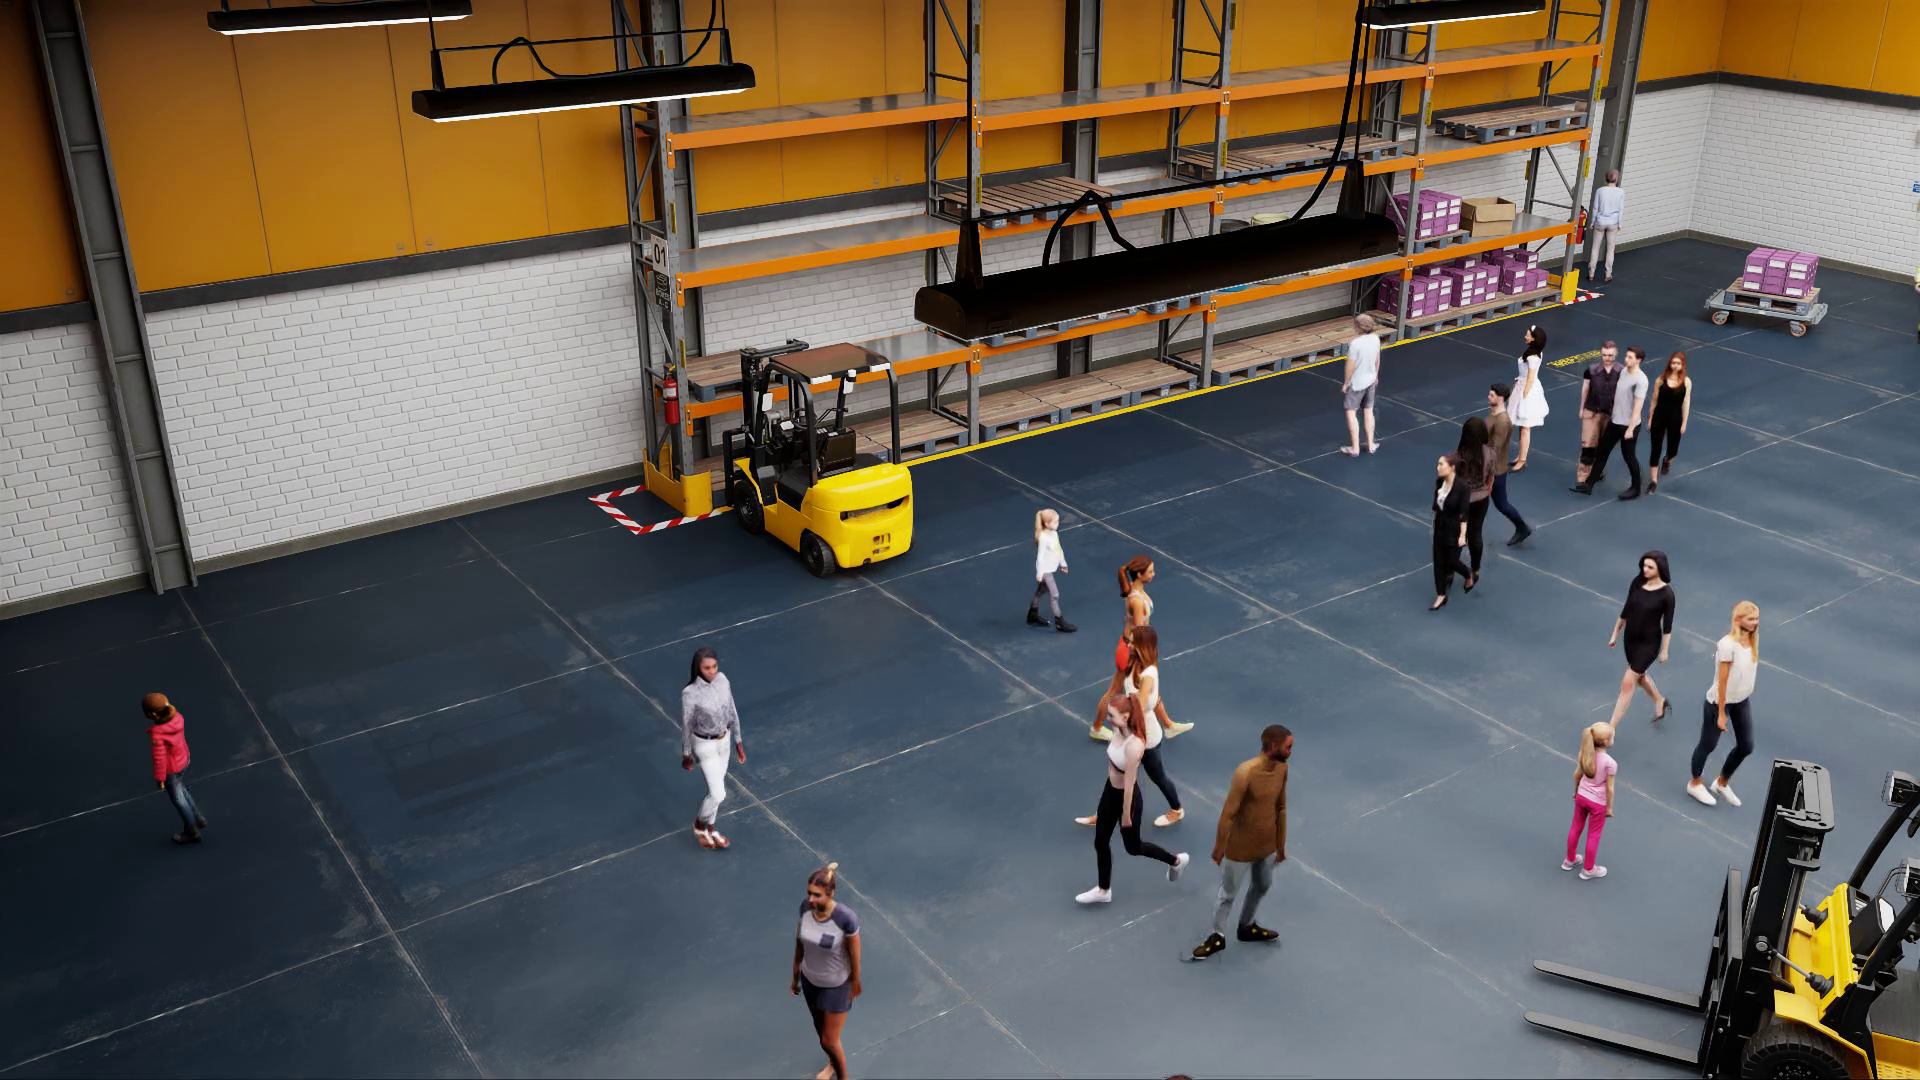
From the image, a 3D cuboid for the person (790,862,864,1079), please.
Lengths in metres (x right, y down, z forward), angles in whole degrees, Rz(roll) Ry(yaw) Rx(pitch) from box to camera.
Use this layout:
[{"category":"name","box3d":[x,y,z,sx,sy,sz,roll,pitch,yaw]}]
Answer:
[{"category":"person","box3d":[-0.780,2.680,10.314,0.654,1.608,0.687,16,28,33]}]

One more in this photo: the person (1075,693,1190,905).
[{"category":"person","box3d":[1.270,1.881,11.998,1.149,1.723,0.858,-5,24,-12]}]

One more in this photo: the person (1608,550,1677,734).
[{"category":"person","box3d":[5.869,0.914,14.164,1.196,1.759,0.785,-10,25,-21]}]

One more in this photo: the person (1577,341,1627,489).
[{"category":"person","box3d":[7.618,-1.512,19.677,1.101,1.790,1.219,4,24,9]}]

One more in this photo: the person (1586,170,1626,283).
[{"category":"person","box3d":[11.016,-5.367,28.373,0.750,1.888,0.766,8,25,18]}]

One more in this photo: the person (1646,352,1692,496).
[{"category":"person","box3d":[8.302,-1.400,19.522,0.821,1.709,0.969,11,26,24]}]

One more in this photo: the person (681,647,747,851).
[{"category":"person","box3d":[-1.958,1.564,12.738,0.716,1.711,0.620,20,31,38]}]

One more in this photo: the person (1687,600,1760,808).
[{"category":"person","box3d":[6.038,1.282,13.277,0.619,1.796,0.713,-10,26,-22]}]

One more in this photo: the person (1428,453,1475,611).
[{"category":"person","box3d":[4.950,-0.084,16.598,0.816,1.639,0.655,-14,27,-29]}]

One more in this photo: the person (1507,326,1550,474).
[{"category":"person","box3d":[6.844,-1.702,20.076,0.913,1.818,0.843,8,25,18]}]

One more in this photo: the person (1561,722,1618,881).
[{"category":"person","box3d":[4.724,1.935,12.435,0.500,1.274,0.483,-15,28,-30]}]

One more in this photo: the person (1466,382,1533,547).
[{"category":"person","box3d":[5.828,-0.780,17.924,1.275,1.853,1.090,0,24,-1]}]

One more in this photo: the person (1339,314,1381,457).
[{"category":"person","box3d":[5.002,-1.919,20.576,0.568,1.815,0.899,-8,25,-17]}]

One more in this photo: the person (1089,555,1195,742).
[{"category":"person","box3d":[1.373,0.965,14.064,1.182,1.748,1.065,2,24,5]}]

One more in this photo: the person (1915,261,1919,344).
[{"category":"person","box3d":[14.642,-3.875,24.877,0.940,1.955,1.078,17,29,34]}]

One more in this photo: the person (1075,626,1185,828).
[{"category":"person","box3d":[1.492,1.501,12.847,1.190,1.740,0.892,-5,24,-11]}]

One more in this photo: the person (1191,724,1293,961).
[{"category":"person","box3d":[1.932,2.073,11.463,0.462,1.799,0.896,-8,25,-18]}]

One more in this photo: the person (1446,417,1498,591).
[{"category":"person","box3d":[5.195,-0.369,17.001,0.689,1.838,0.801,-3,24,-7]}]

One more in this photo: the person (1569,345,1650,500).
[{"category":"person","box3d":[7.756,-1.328,19.205,1.188,1.830,0.977,-5,24,-10]}]

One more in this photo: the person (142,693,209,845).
[{"category":"person","box3d":[-5.985,1.755,12.806,0.661,1.307,0.620,1,24,2]}]

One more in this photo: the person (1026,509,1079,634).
[{"category":"person","box3d":[0.786,0.280,16.242,0.809,1.257,0.801,7,25,16]}]
